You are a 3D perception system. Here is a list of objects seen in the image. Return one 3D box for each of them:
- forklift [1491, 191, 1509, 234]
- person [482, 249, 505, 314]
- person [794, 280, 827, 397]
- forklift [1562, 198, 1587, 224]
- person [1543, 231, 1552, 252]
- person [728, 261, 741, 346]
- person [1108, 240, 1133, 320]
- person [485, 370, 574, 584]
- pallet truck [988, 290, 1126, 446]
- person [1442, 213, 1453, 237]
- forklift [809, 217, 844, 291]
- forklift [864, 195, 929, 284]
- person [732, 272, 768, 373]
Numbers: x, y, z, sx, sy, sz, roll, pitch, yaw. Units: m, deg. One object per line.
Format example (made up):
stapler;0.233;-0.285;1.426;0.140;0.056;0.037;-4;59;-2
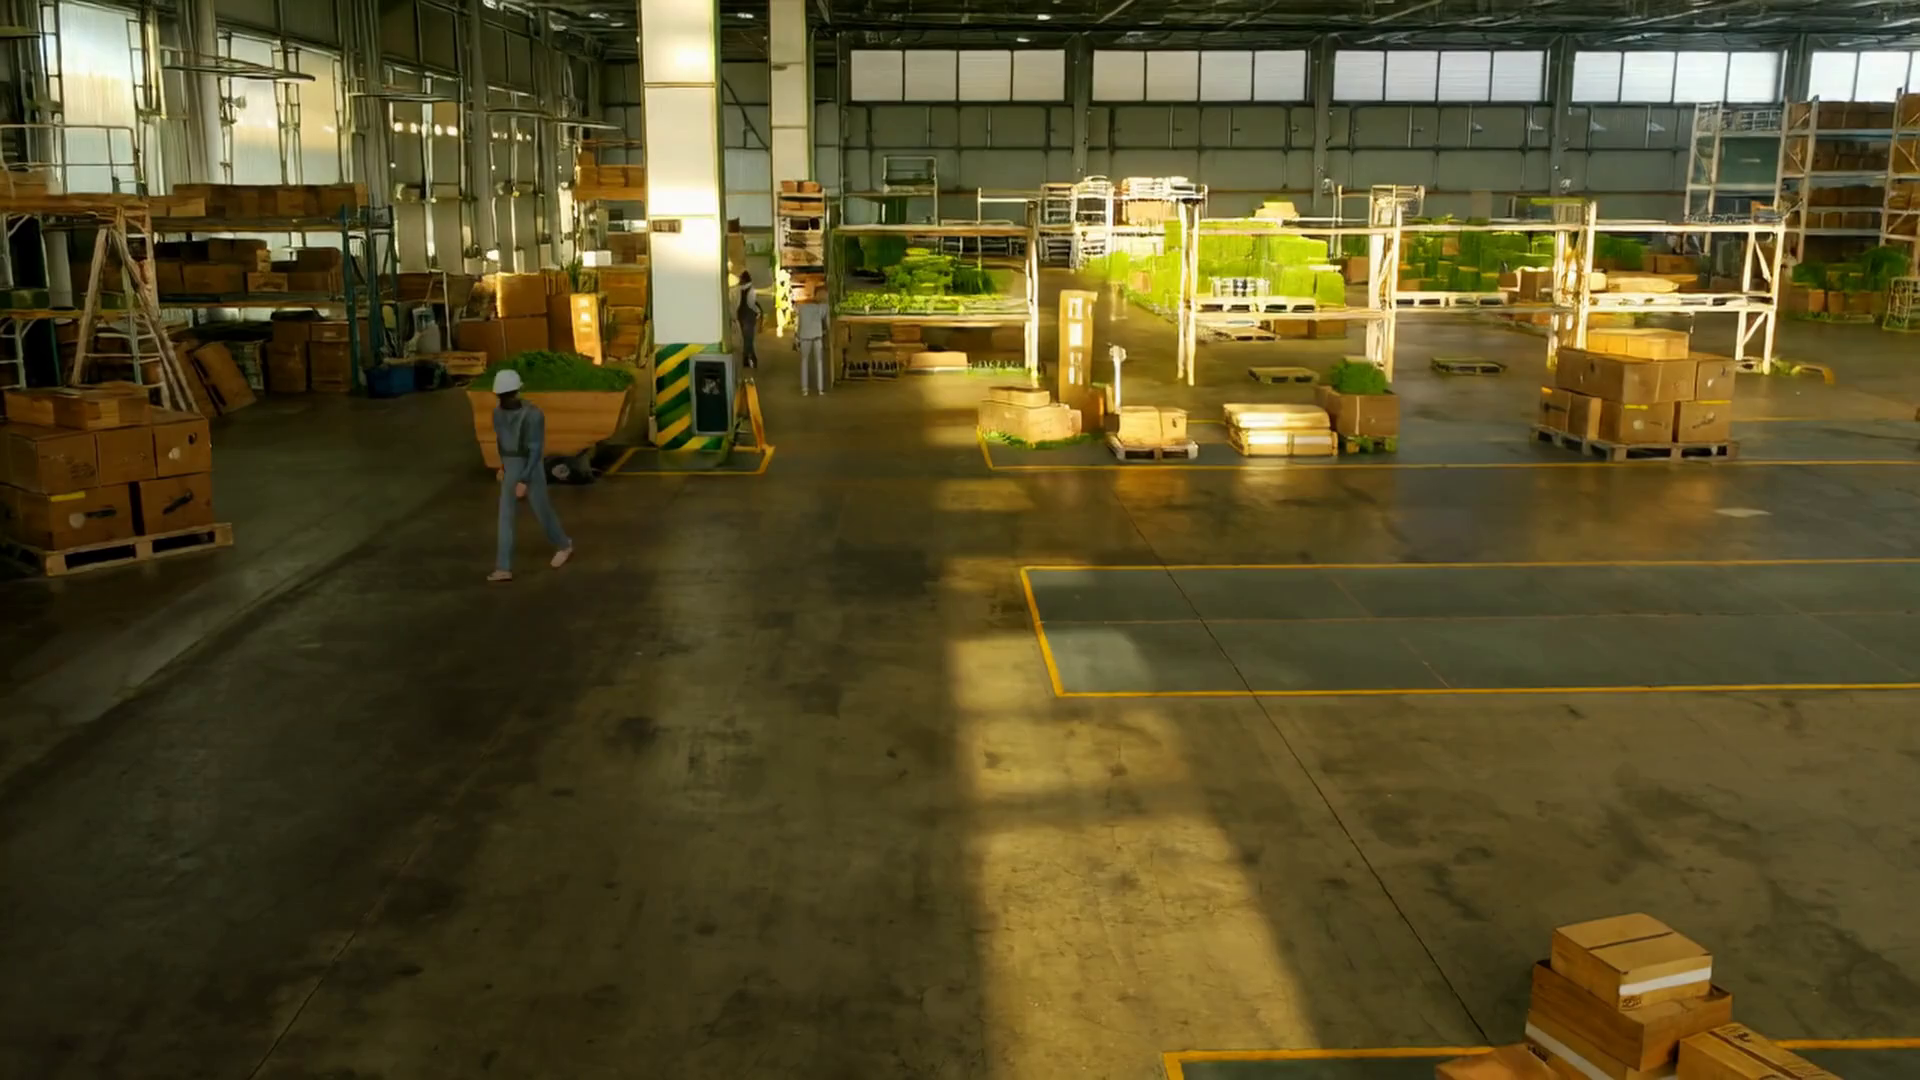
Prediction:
forklift;20.332;-11.776;62.891;1.873;2.768;1.129;0;12;-2
person;-11.802;-6.529;42.077;0.534;1.623;0.537;-2;13;-8
person;-2.372;-3.205;26.495;0.508;1.872;0.329;0;12;-2
forklift;17.204;-8.212;46.797;1.873;2.768;1.129;0;12;-2
person;17.362;-8.208;48.798;0.608;1.995;0.377;0;12;-2
person;-4.777;-4.879;34.340;0.484;1.744;0.295;0;12;-2
person;3.871;-6.275;40.197;0.629;1.940;0.373;0;12;-2
person;-3.854;-0.608;14.794;0.570;1.869;1.030;5;14;23
pallet truck;1.257;-2.299;22.111;1.885;1.965;0.823;-9;15;-35
person;19.204;-11.838;65.315;0.629;1.940;0.373;0;12;-2
forklift;-4.375;-8.619;48.637;1.873;2.768;1.129;0;12;-2
forklift;-2.025;-9.703;53.529;1.873;2.768;1.129;-7;14;-28
person;-3.797;-3.909;29.883;0.543;1.777;1.005;4;13;17
